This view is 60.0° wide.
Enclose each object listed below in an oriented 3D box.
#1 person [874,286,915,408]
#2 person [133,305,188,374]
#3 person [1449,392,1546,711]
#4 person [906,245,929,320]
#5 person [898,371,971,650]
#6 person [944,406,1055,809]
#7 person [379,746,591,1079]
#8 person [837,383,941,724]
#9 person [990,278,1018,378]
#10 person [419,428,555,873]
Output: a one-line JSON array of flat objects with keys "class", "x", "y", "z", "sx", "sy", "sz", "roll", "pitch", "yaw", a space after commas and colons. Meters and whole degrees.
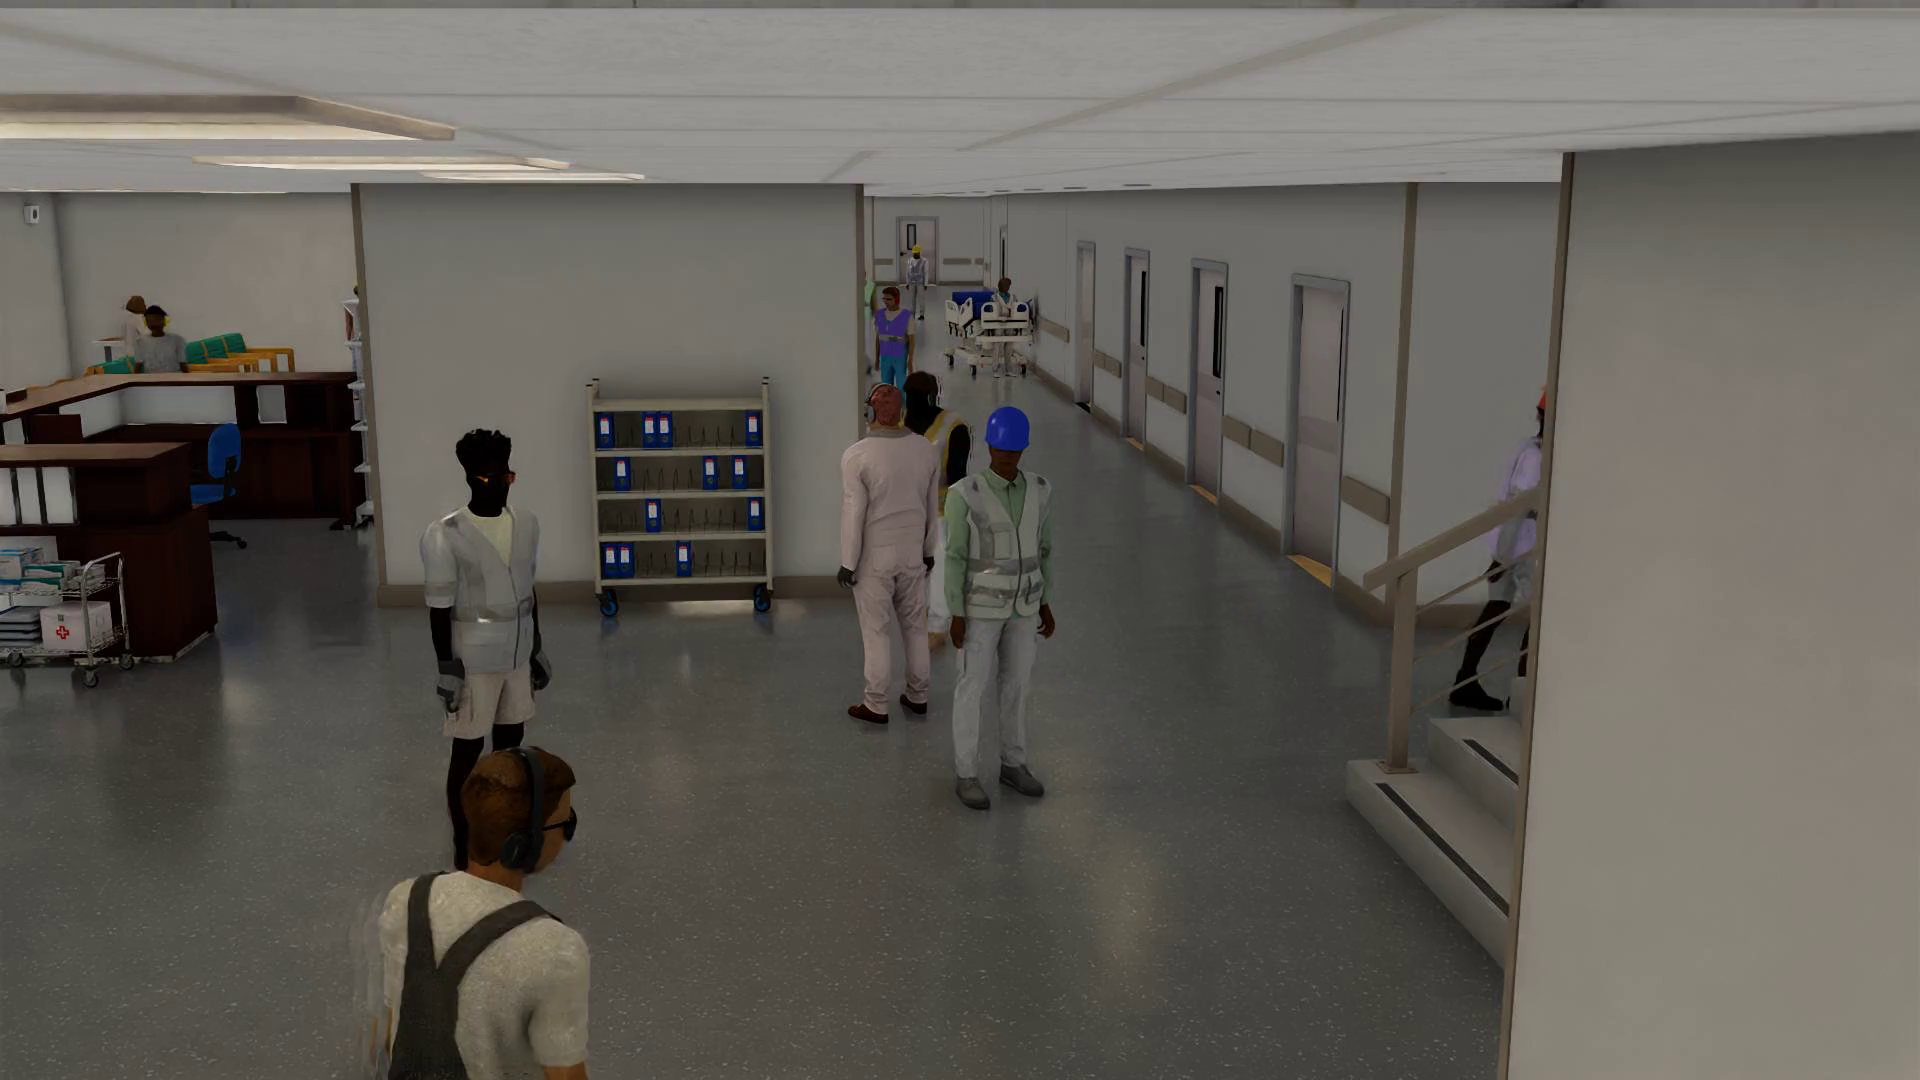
[{"class": "person", "x": -0.821, "y": -2.278, "z": 20.998, "sx": 0.564, "sy": 1.836, "sz": 0.395, "roll": 7, "pitch": 14, "yaw": 31}, {"class": "person", "x": -8.217, "y": -1.481, "z": 17.080, "sx": 0.526, "sy": 1.843, "sz": 0.691, "roll": -2, "pitch": 12, "yaw": -11}, {"class": "person", "x": 3.197, "y": 0.050, "z": 9.500, "sx": 0.766, "sy": 1.876, "sz": 0.544, "roll": 3, "pitch": 12, "yaw": 13}, {"class": "person", "x": -1.055, "y": -6.295, "z": 40.671, "sx": 0.590, "sy": 1.824, "sz": 0.403, "roll": 5, "pitch": 13, "yaw": 24}, {"class": "person", "x": -0.230, "y": -0.193, "z": 10.821, "sx": 0.633, "sy": 1.830, "sz": 0.438, "roll": 6, "pitch": 13, "yaw": 27}, {"class": "person", "x": 0.203, "y": 0.316, "z": 8.052, "sx": 0.605, "sy": 1.944, "sz": 0.403, "roll": -7, "pitch": 13, "yaw": -30}, {"class": "person", "x": -0.947, "y": 1.315, "z": 3.493, "sx": 0.529, "sy": 1.810, "sz": 0.646, "roll": 6, "pitch": 13, "yaw": 27}, {"class": "person", "x": -0.419, "y": 0.070, "z": 9.347, "sx": 0.652, "sy": 1.906, "sz": 0.402, "roll": -9, "pitch": 14, "yaw": -37}, {"class": "person", "x": 0.722, "y": -3.501, "z": 27.443, "sx": 0.521, "sy": 1.645, "sz": 0.307, "roll": -5, "pitch": 13, "yaw": -25}, {"class": "person", "x": -2.013, "y": 0.490, "z": 7.149, "sx": 0.370, "sy": 1.965, "sz": 0.608, "roll": 7, "pitch": 13, "yaw": 31}]
